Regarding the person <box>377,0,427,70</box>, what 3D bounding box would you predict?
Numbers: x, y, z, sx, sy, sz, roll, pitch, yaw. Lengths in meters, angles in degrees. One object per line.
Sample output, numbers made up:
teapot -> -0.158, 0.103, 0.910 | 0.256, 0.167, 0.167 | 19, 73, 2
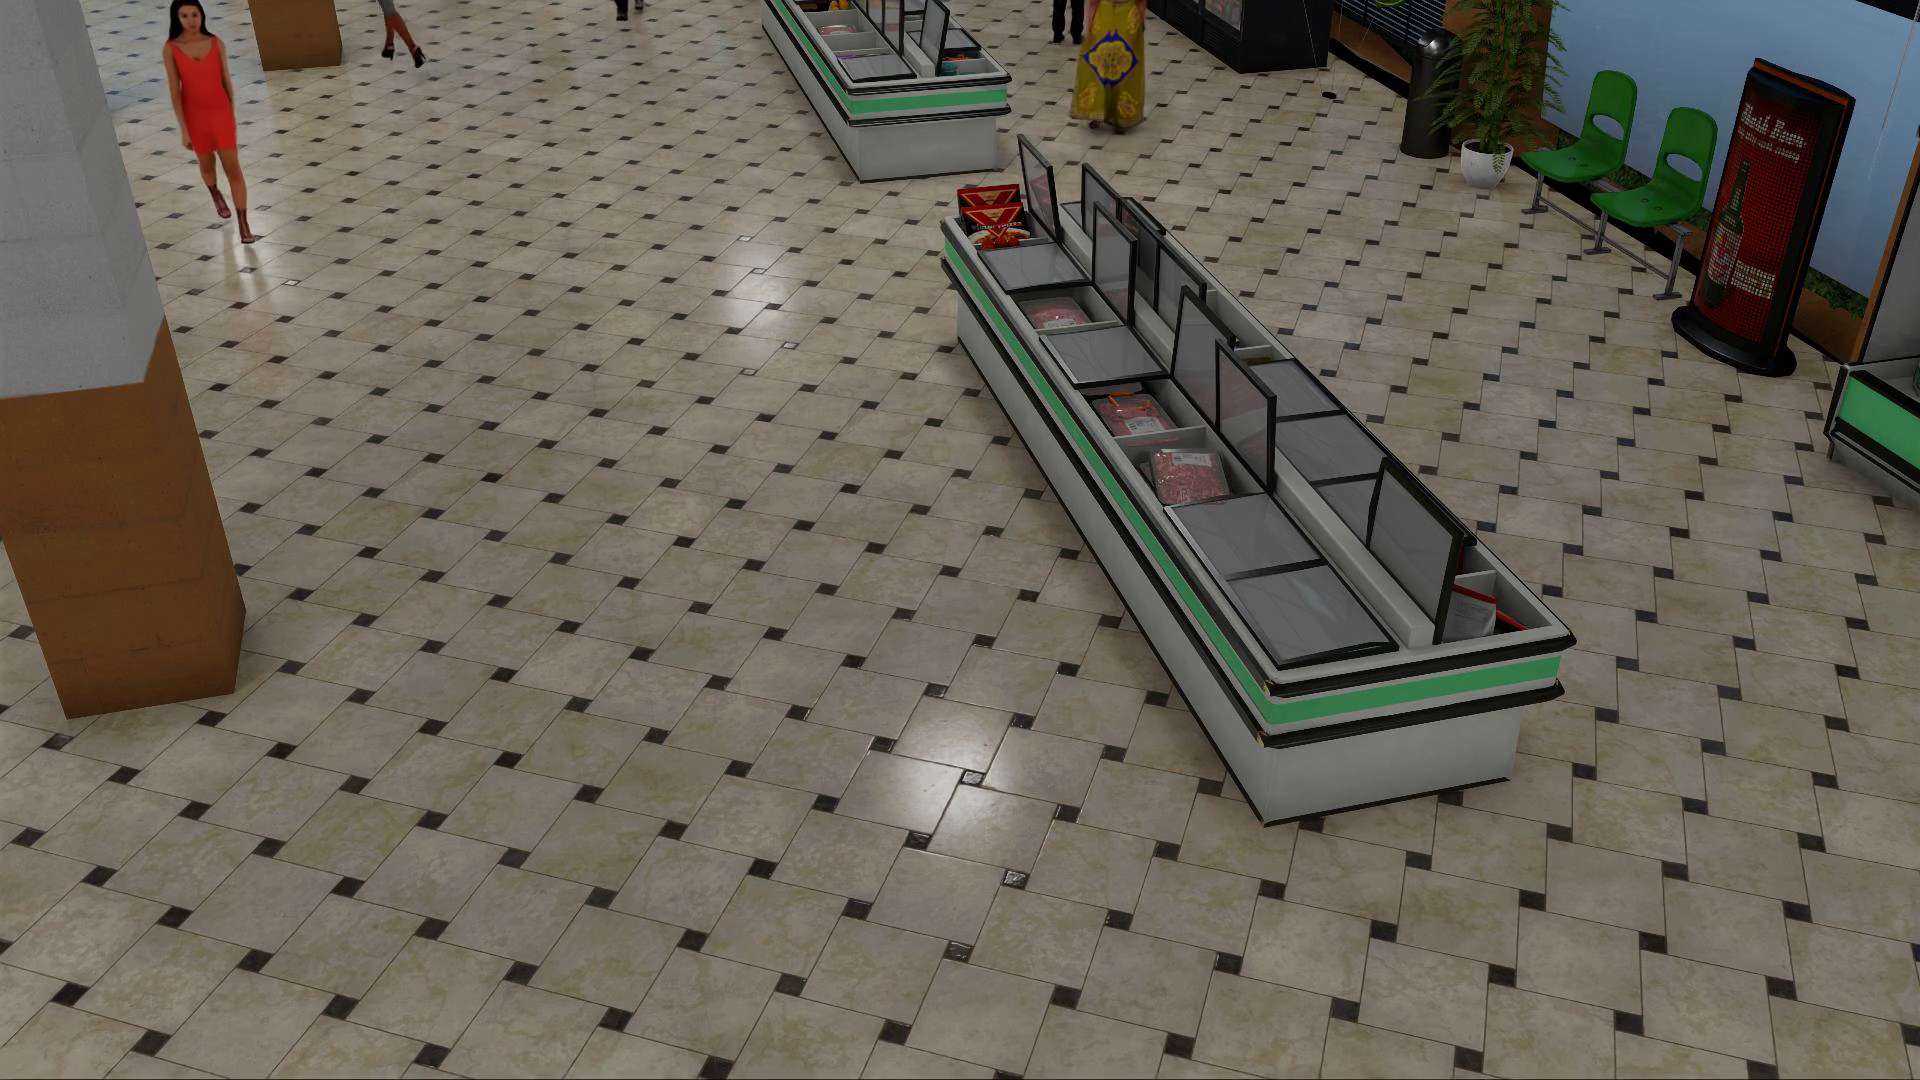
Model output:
person -> -5.228, -5.161, 15.213 | 1.180, 1.744, 0.972 | 26, 40, 35

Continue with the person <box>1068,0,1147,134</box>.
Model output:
person -> 1.291, -4.190, 13.743 | 0.892, 1.650, 0.882 | 0, 32, 0

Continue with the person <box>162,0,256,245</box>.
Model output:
person -> -5.340, -2.984, 11.773 | 0.793, 1.684, 1.182 | -17, 36, -25

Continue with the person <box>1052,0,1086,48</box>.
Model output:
person -> 1.064, -5.533, 16.089 | 0.644, 1.452, 0.640 | 5, 32, 8
